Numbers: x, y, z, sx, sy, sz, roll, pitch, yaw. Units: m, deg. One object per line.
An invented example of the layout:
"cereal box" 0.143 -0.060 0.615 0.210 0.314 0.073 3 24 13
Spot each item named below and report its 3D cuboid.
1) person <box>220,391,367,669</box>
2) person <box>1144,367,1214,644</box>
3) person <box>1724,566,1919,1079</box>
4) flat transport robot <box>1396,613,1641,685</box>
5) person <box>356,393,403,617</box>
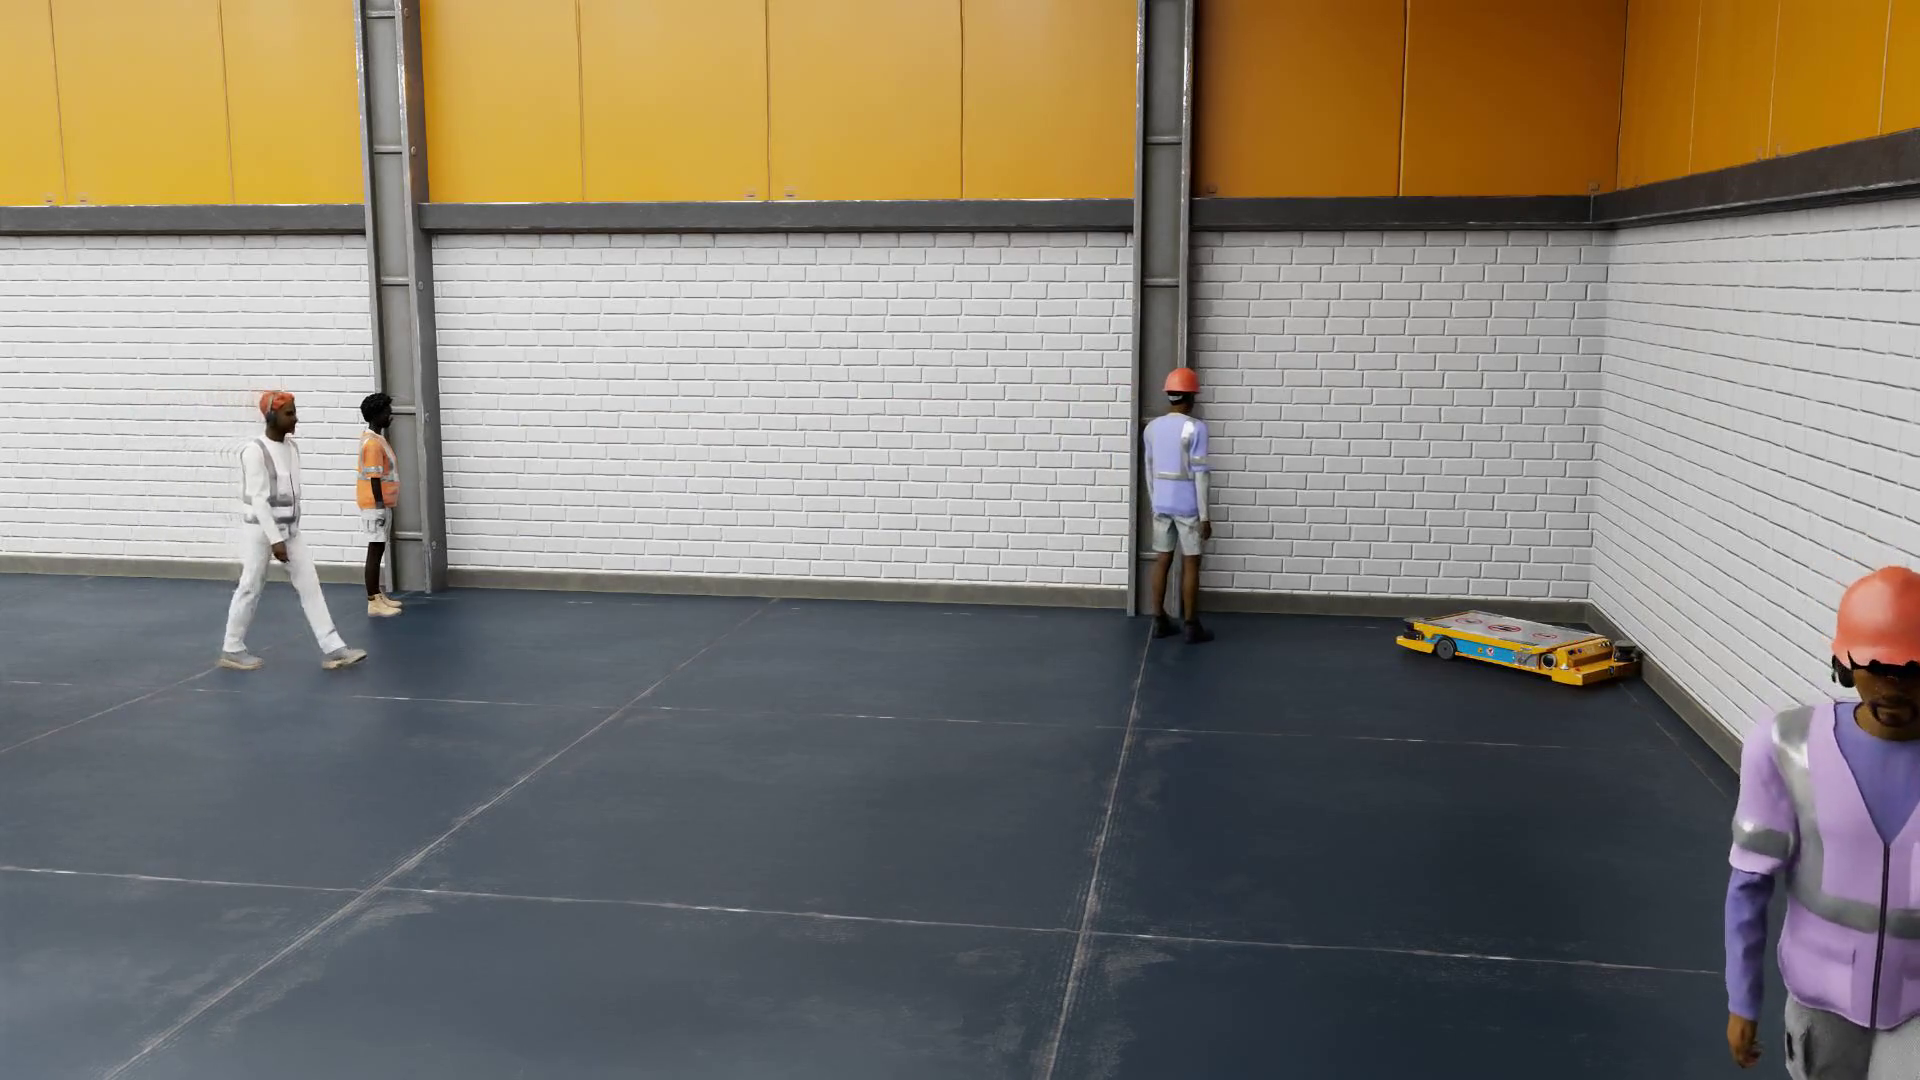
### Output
"person" -4.423 -0.044 10.783 0.978 1.835 0.583 2 9 12
"person" 1.542 -0.242 11.666 0.367 1.936 0.551 -9 13 -43
"person" 2.127 1.009 3.858 0.640 1.978 1.115 5 11 30
"flat transport robot" 3.682 0.690 11.032 0.652 0.197 1.431 -7 11 -36
"person" -4.393 -0.265 12.567 0.318 1.691 0.535 -3 10 -20
